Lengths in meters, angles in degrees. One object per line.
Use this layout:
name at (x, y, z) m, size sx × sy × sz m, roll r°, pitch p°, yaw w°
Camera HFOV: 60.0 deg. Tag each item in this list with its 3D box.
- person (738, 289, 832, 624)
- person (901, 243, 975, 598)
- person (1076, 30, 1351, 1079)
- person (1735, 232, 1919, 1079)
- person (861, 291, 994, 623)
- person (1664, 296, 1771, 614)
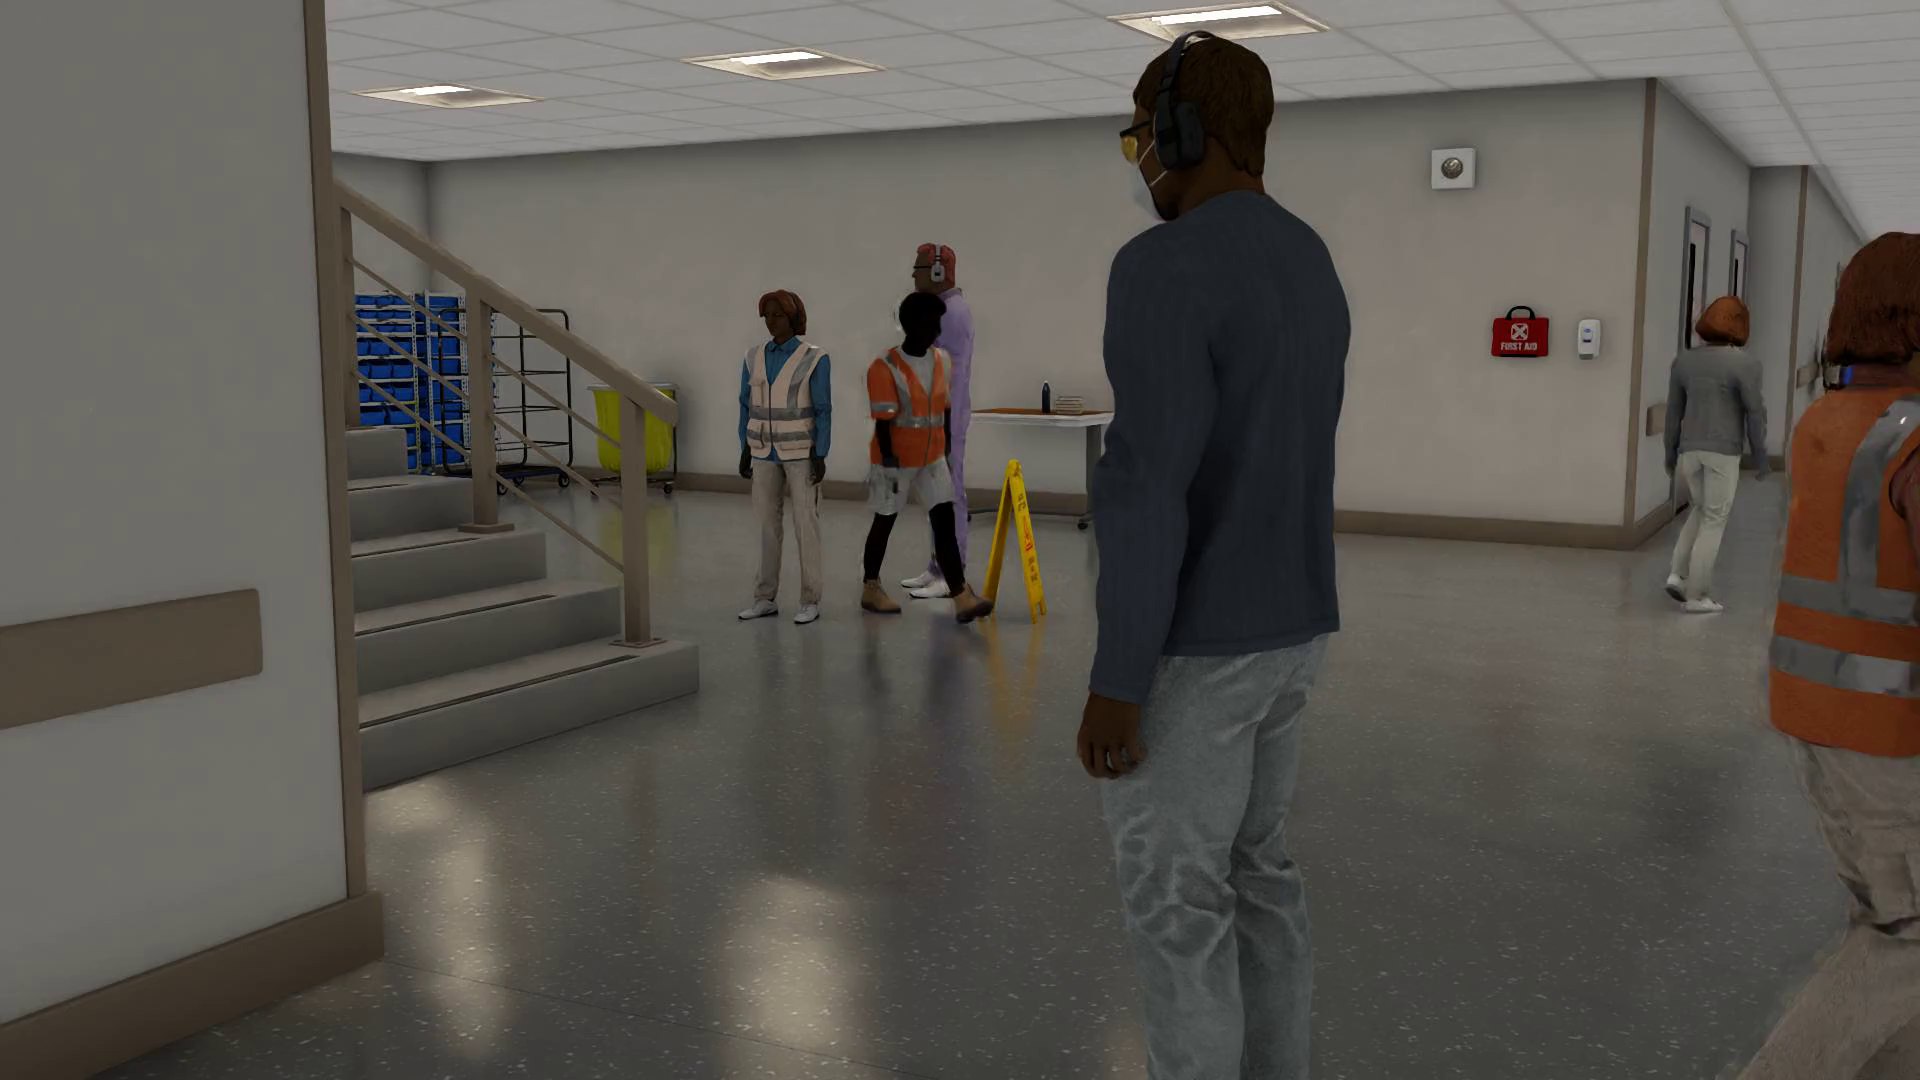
person at (-0.866, -0.408, 8.217) m, size 0.514 × 1.642 × 0.311 m, roll 3°, pitch 8°, yaw 25°
person at (-0.133, -0.643, 9.013) m, size 0.407 × 1.908 × 0.641 m, roll -1°, pitch 7°, yaw -8°
person at (0.403, 0.175, 2.652) m, size 0.381 × 1.928 × 0.635 m, roll 5°, pitch 9°, yaw 33°
person at (1.521, 0.314, 2.721) m, size 0.511 × 1.622 × 0.550 m, roll 1°, pitch 7°, yaw 6°
person at (-0.204, -0.402, 8.195) m, size 0.585 × 1.624 × 0.903 m, roll -6°, pitch 9°, yaw -38°
person at (3.825, -0.422, 8.453) m, size 0.393 × 1.613 × 0.505 m, roll -4°, pitch 8°, yaw -26°
